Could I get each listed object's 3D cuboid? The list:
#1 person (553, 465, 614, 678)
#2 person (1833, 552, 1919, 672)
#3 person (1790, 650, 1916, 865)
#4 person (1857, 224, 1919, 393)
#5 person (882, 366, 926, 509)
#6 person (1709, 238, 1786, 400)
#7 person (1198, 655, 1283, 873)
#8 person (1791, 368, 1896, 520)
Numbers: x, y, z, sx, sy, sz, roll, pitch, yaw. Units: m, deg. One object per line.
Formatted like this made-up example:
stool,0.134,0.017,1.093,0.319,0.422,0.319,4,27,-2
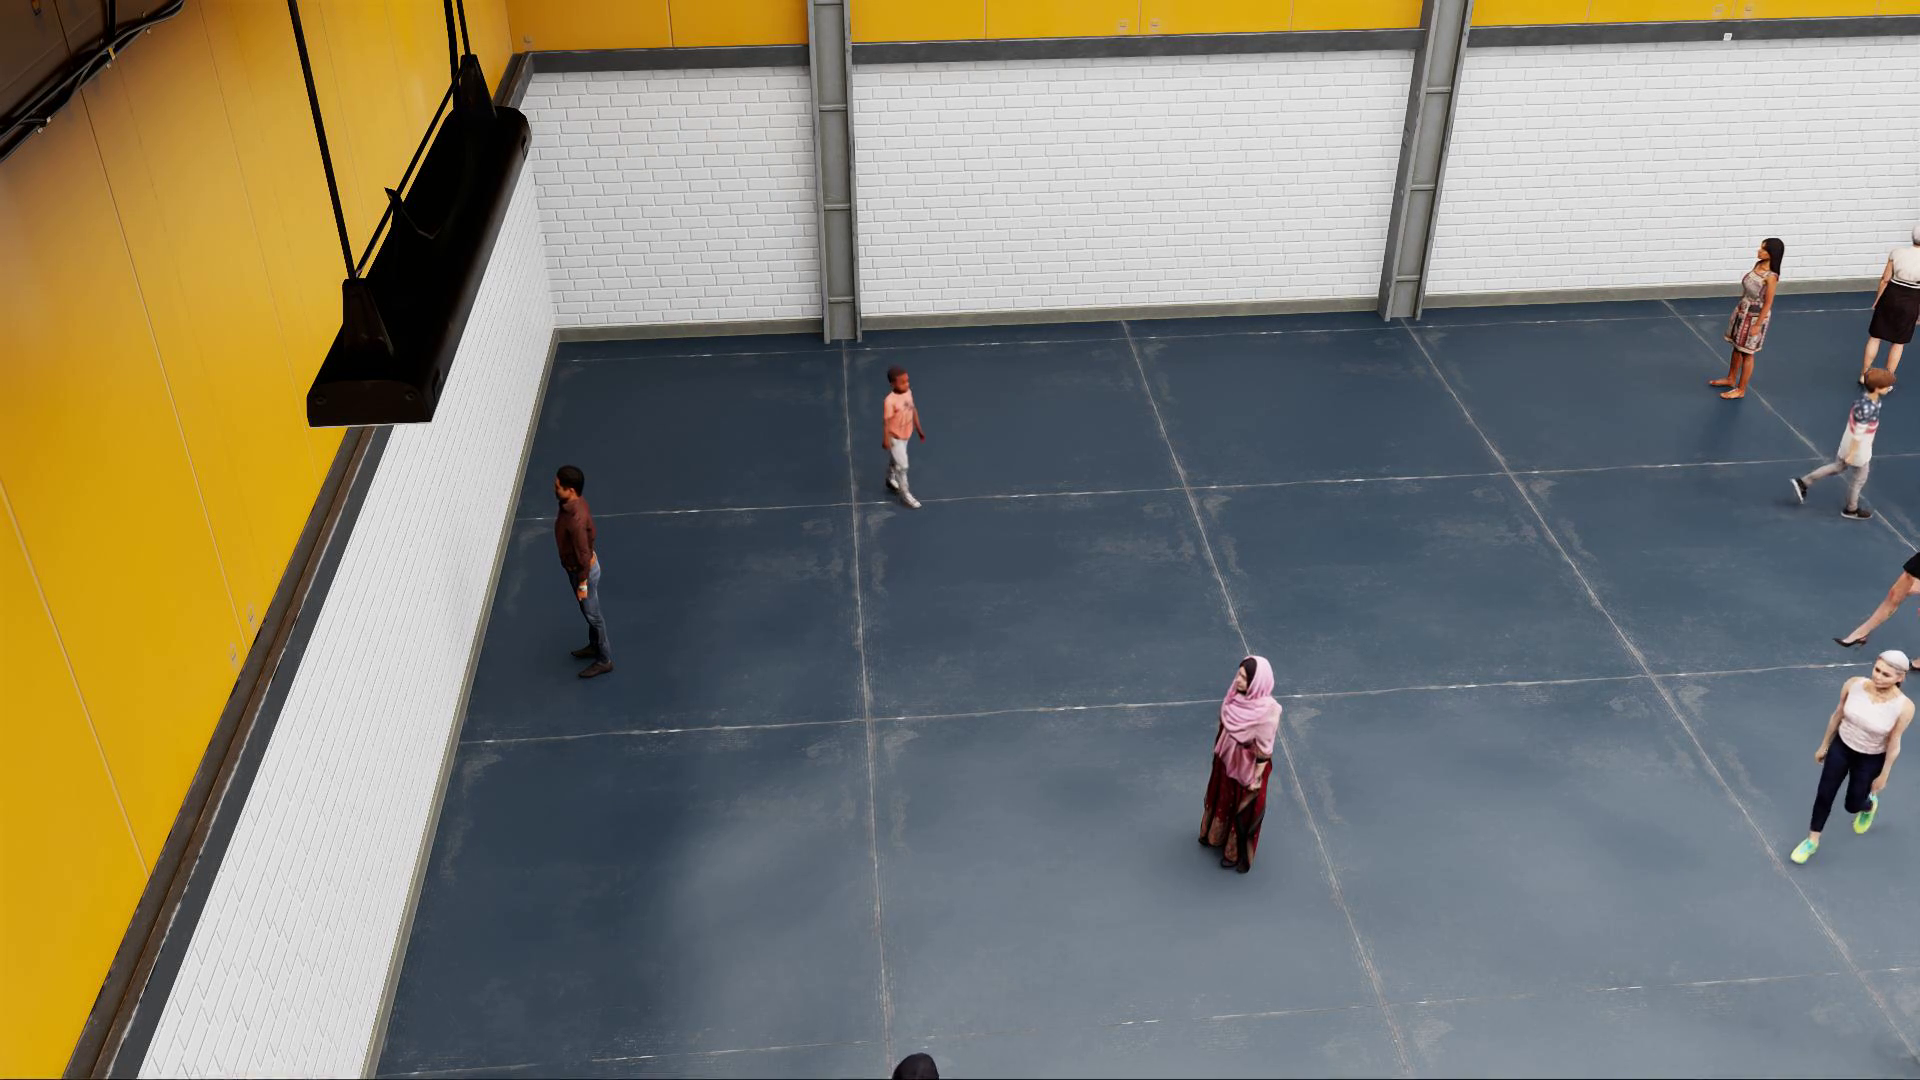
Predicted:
person,-2.803,0.216,12.365,0.627,1.782,0.700,-12,35,-17
person,7.269,0.270,12.325,1.045,1.737,0.856,12,35,17
person,5.824,1.368,10.720,1.014,1.684,0.877,-22,39,-29
person,9.082,-2.248,16.097,0.730,1.755,0.695,-28,43,-35
person,-0.588,-0.958,14.574,0.792,1.291,0.719,21,39,28
person,7.653,-2.155,16.056,0.555,1.645,0.670,1,34,1
person,1.817,1.403,10.710,0.746,1.637,0.752,-17,37,-24
person,7.636,-0.848,14.291,0.966,1.422,0.711,9,35,13
